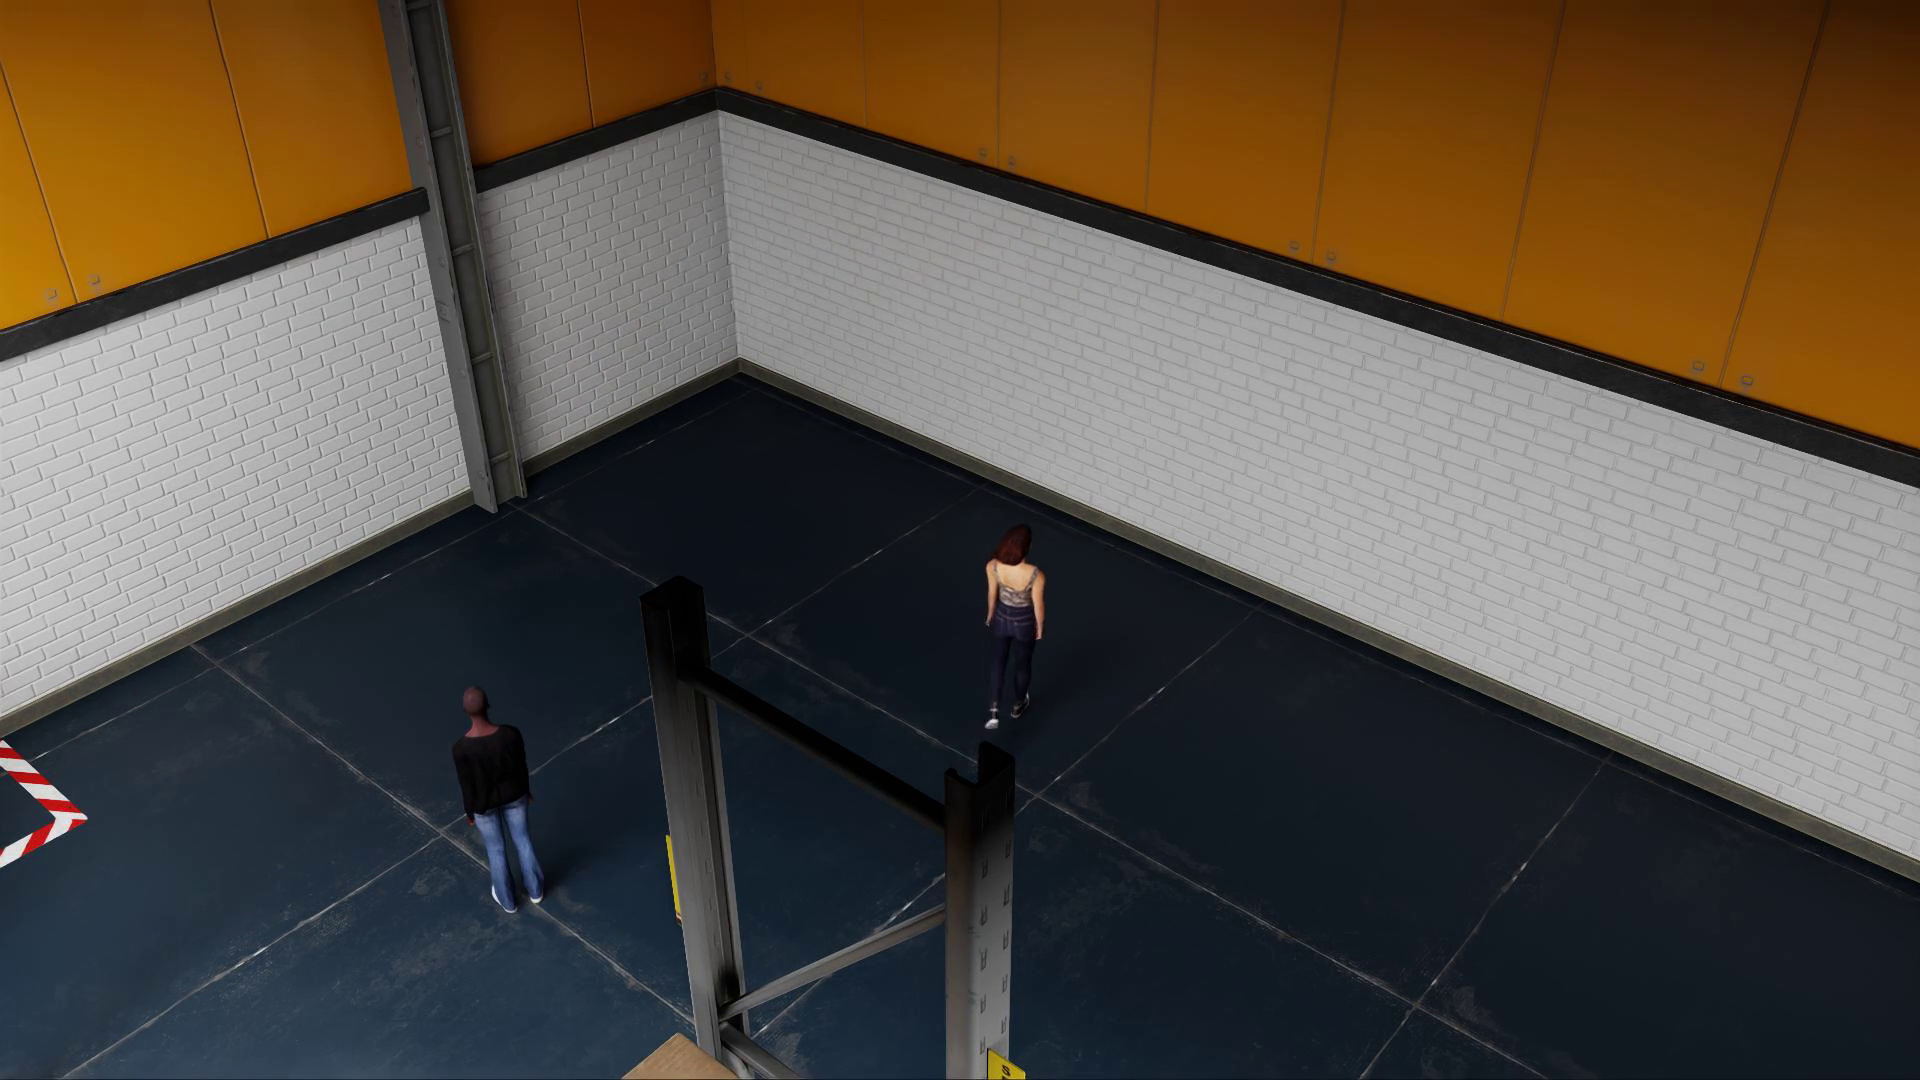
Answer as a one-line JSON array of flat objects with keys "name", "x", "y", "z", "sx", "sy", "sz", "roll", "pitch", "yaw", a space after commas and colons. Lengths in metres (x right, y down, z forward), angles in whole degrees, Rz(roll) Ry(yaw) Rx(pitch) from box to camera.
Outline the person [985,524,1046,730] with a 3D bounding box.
[{"name": "person", "x": 0.372, "y": 0.681, "z": 12.182, "sx": 0.830, "sy": 1.756, "sz": 1.022, "roll": 10, "pitch": 35, "yaw": 15}]

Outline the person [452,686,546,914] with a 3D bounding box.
[{"name": "person", "x": -2.971, "y": 1.673, "z": 10.698, "sx": 0.603, "sy": 1.746, "sz": 0.731, "roll": -17, "pitch": 37, "yaw": -24}]
